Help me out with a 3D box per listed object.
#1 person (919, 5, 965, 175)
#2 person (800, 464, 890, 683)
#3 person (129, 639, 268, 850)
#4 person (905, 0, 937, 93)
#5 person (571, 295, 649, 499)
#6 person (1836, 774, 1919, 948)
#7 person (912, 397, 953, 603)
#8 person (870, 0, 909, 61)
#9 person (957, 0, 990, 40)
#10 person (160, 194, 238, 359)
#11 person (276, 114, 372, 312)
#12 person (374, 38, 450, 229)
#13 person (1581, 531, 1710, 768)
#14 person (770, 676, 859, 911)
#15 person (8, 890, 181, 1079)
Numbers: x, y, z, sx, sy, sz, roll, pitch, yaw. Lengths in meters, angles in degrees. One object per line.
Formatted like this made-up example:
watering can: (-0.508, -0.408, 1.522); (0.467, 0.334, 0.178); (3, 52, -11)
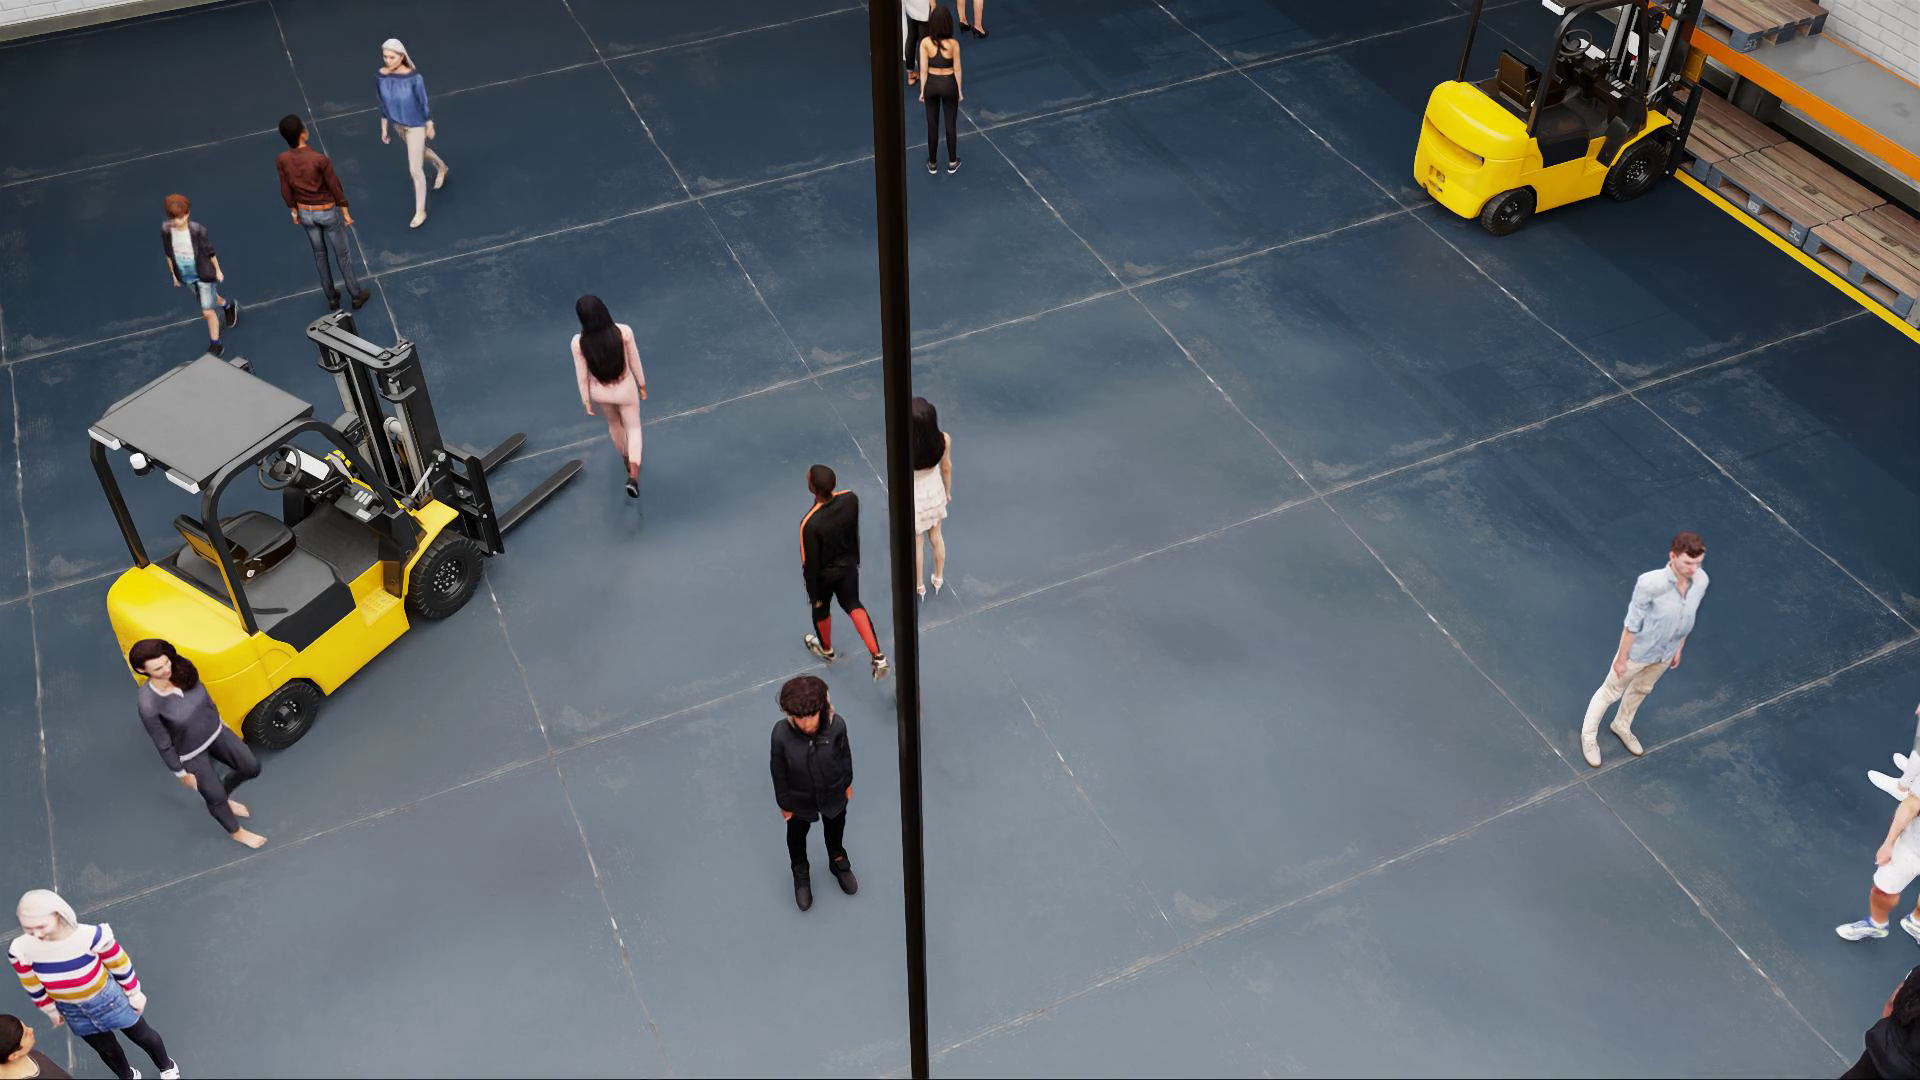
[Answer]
person: (-0.180, -4.192, 15.512); (0.637, 1.643, 0.644); (3, 44, 3)
person: (-0.760, 0.243, 10.752); (0.771, 1.788, 1.071); (-29, 51, -27)
person: (-4.545, 1.182, 9.784); (0.847, 1.763, 0.783); (11, 45, 11)
person: (-0.406, -5.370, 16.619); (0.704, 1.822, 0.527); (-26, 50, -25)
person: (-2.517, -1.005, 12.130); (0.775, 1.694, 1.053); (-7, 44, -7)
person: (5.443, 1.686, 9.218); (0.825, 1.814, 0.934); (10, 44, 10)
person: (-0.252, -0.263, 11.321); (0.577, 1.735, 0.525); (-16, 46, -16)
person: (-0.726, -5.790, 17.015); (0.654, 1.885, 0.557); (-16, 46, -16)
person: (0.130, -6.110, 17.501); (0.526, 1.676, 0.671); (31, 52, 29)
person: (-6.220, -2.216, 13.601); (0.830, 1.419, 1.034); (3, 44, 3)
person: (-5.339, -2.713, 13.863); (0.715, 1.778, 0.678); (0, 44, 0)
person: (-4.947, -3.776, 15.076); (1.106, 1.654, 1.195); (12, 45, 12)
person: (4.253, 0.651, 10.280); (0.679, 1.848, 0.605); (-11, 45, -11)
person: (-0.840, 1.415, 9.528); (0.639, 1.780, 0.609); (-14, 45, -14)
person: (-4.426, 2.352, 8.524); (0.692, 1.808, 0.592); (-9, 44, -10)
